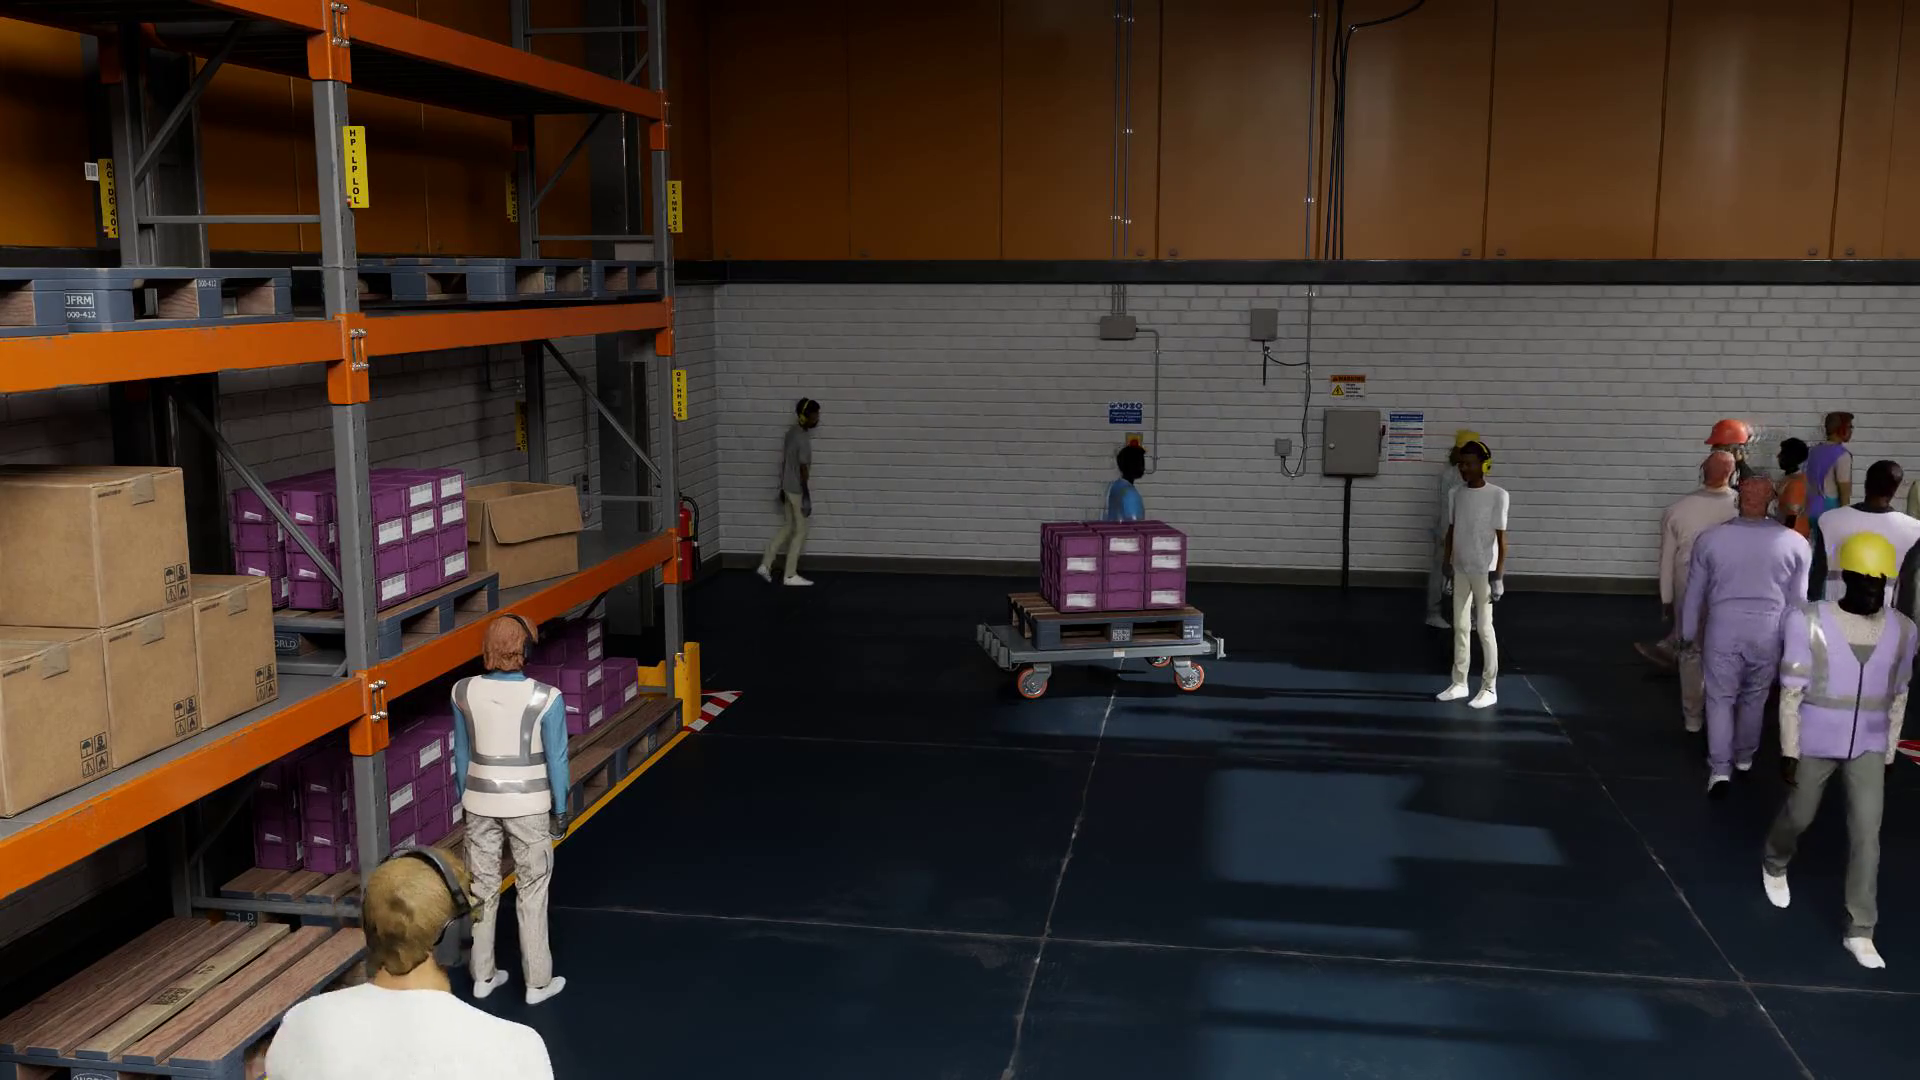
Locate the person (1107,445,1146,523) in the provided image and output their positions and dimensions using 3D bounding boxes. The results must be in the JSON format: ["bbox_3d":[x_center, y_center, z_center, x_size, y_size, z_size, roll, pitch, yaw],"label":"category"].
[{"bbox_3d":[1.432,0.080,13.158,0.814,1.657,0.545,-1,9,-4],"label":"person"}]

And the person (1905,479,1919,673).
[{"bbox_3d":[7.258,0.154,12.256,0.609,1.807,0.431,4,10,21],"label":"person"}]

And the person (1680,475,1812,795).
[{"bbox_3d":[4.578,0.542,9.736,0.657,1.858,0.982,3,10,16],"label":"person"}]

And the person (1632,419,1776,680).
[{"bbox_3d":[5.608,0.079,12.323,1.019,1.933,0.640,2,9,11],"label":"person"}]

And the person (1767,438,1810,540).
[{"bbox_3d":[6.857,-0.026,13.800,0.322,1.666,0.617,3,10,18],"label":"person"}]

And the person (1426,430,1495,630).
[{"bbox_3d":[4.212,-0.070,13.927,0.509,1.704,0.740,-5,11,-30],"label":"person"}]

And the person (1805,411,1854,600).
[{"bbox_3d":[7.451,-0.206,14.409,0.625,1.828,0.581,1,9,4],"label":"person"}]

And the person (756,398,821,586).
[{"bbox_3d":[-1.648,-0.451,15.938,0.635,1.827,0.589,-3,10,-18],"label":"person"}]

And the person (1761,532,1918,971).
[{"bbox_3d":[3.972,0.877,7.548,0.580,1.899,0.908,1,9,8],"label":"person"}]

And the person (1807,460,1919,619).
[{"bbox_3d":[5.502,0.454,10.169,0.607,1.891,0.444,6,11,33],"label":"person"}]

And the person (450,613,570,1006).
[{"bbox_3d":[-1.855,1.115,6.889,0.508,1.628,0.319,2,9,10],"label":"person"}]

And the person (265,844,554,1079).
[{"bbox_3d":[-1.032,1.525,3.463,0.655,1.914,0.803,2,10,15],"label":"person"}]

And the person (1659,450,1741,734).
[{"bbox_3d":[4.833,0.368,10.720,0.651,1.887,0.569,5,11,30],"label":"person"}]

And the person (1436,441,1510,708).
[{"bbox_3d":[3.577,0.235,11.611,0.328,1.865,0.517,-7,11,-35],"label":"person"}]
